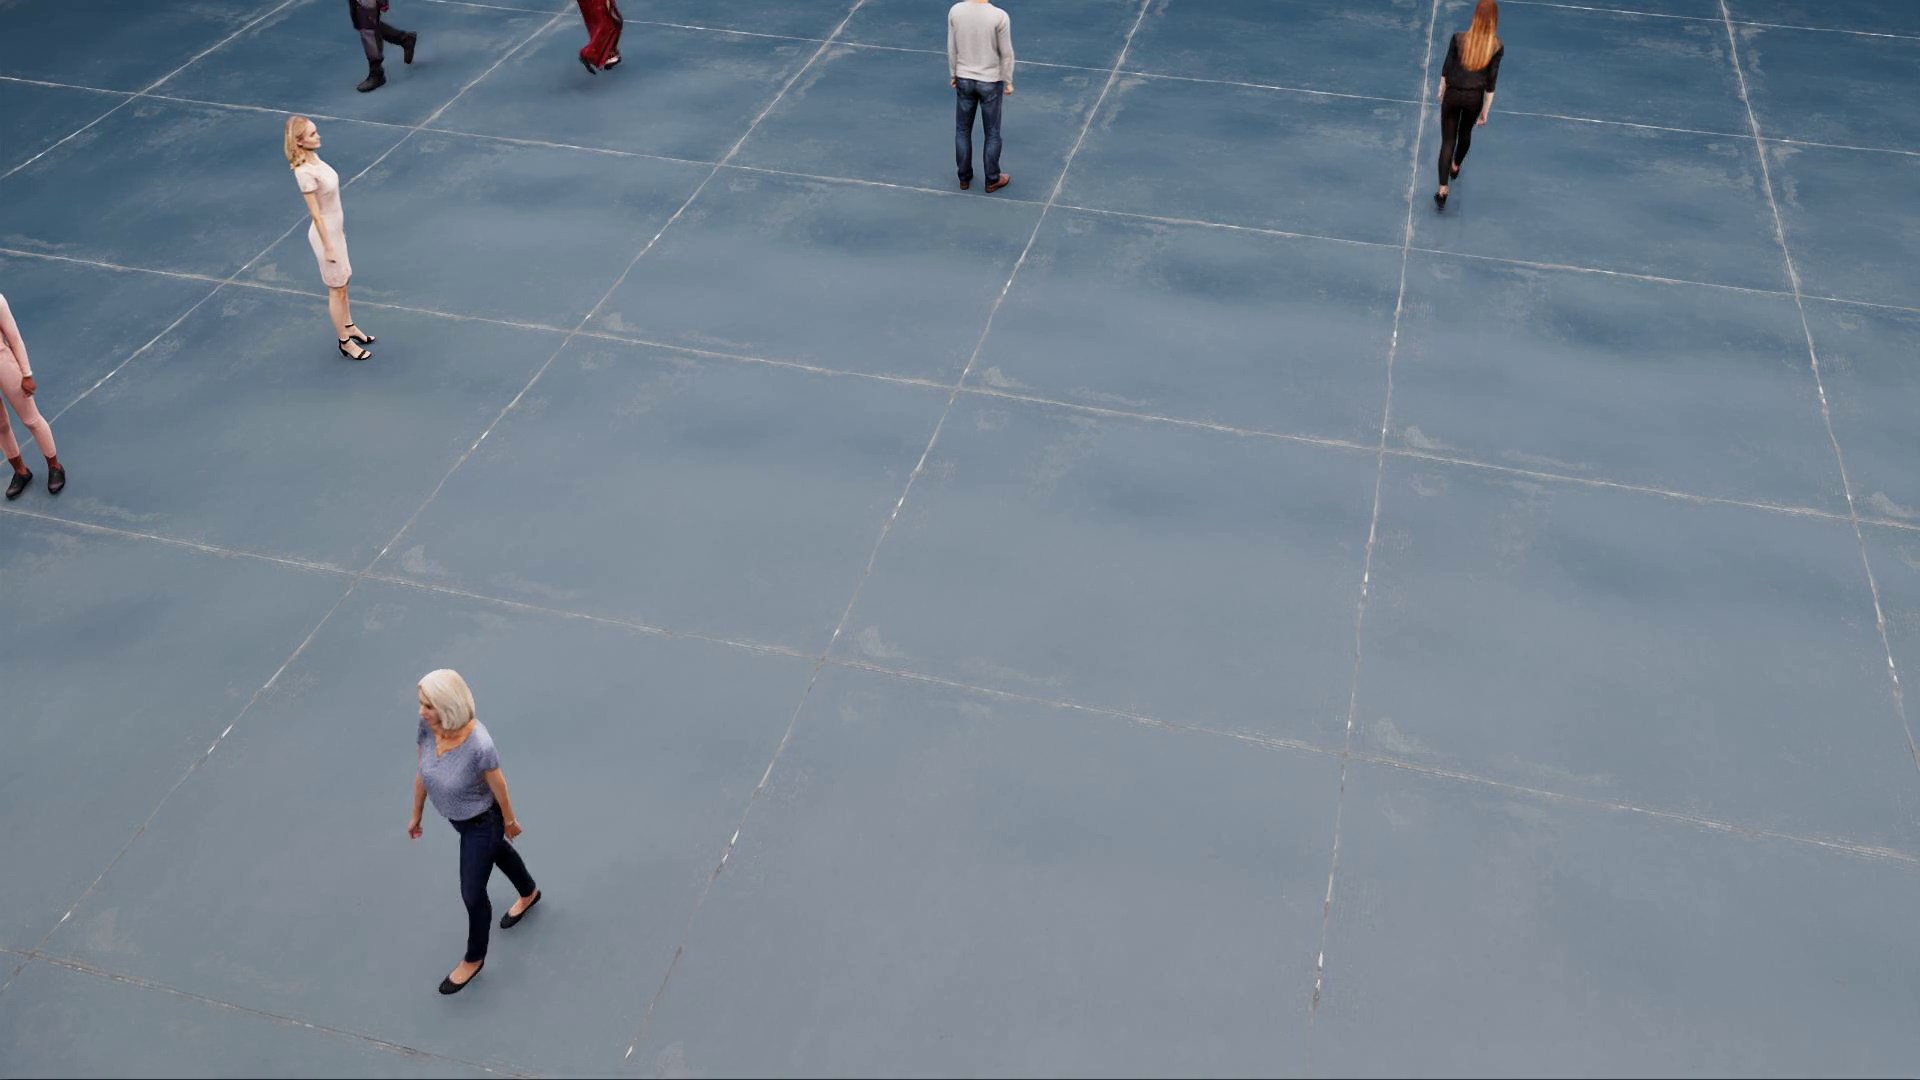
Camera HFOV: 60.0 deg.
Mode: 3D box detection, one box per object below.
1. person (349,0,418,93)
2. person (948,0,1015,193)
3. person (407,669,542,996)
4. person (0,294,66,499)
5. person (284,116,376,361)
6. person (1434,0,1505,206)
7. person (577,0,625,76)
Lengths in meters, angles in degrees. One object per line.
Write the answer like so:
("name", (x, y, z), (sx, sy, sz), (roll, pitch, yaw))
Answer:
("person", (-5.578, -5.257, 15.809), (0.985, 1.808, 1.167), (28, 46, 31))
("person", (0.166, -3.844, 13.919), (0.743, 1.911, 0.643), (13, 40, 16))
("person", (-2.172, 1.204, 7.642), (0.823, 1.695, 1.020), (26, 45, 29))
("person", (-6.094, -1.052, 10.504), (0.693, 1.721, 0.678), (-6, 38, -7))
("person", (-4.494, -2.144, 11.811), (0.696, 1.831, 0.560), (-4, 38, -6))
("person", (4.157, -3.589, 13.790), (0.632, 1.668, 1.153), (8, 39, 10))
("person", (-3.541, -5.245, 15.939), (0.800, 1.629, 0.927), (19, 42, 23))
